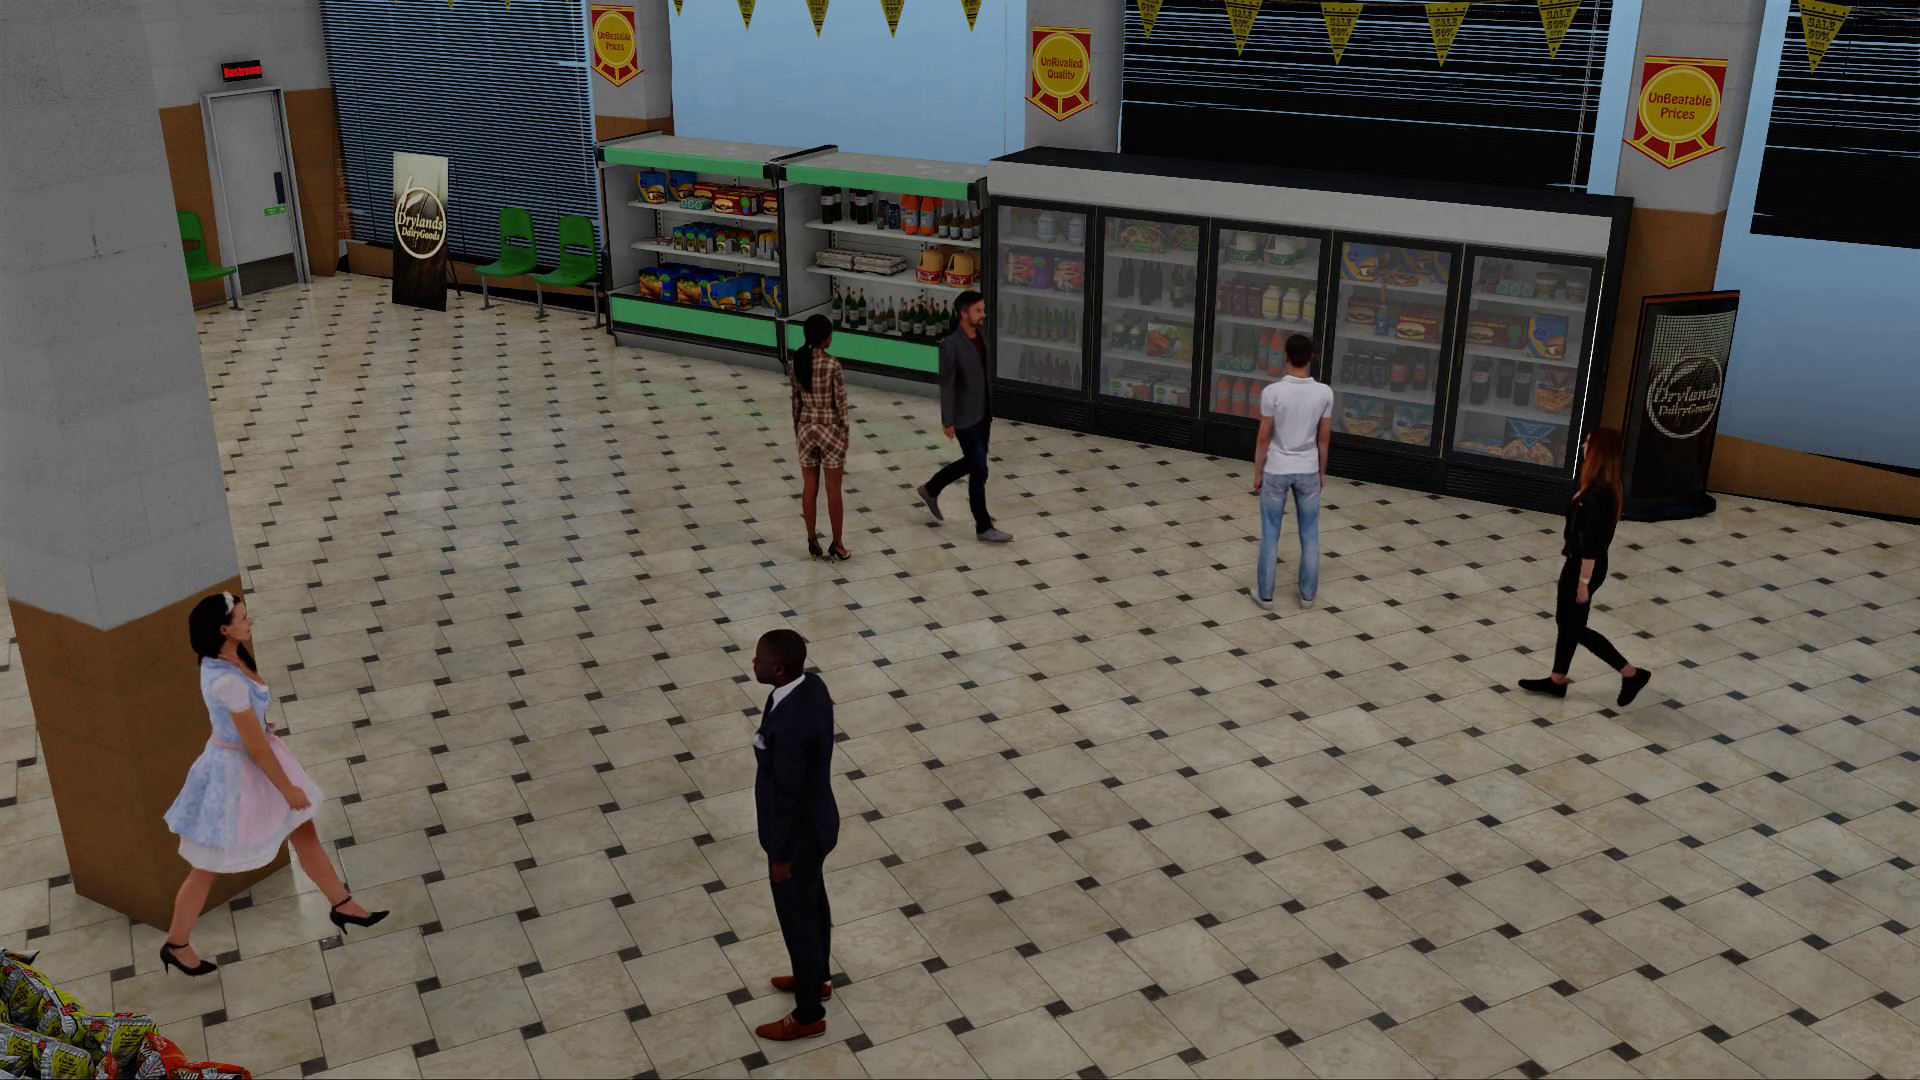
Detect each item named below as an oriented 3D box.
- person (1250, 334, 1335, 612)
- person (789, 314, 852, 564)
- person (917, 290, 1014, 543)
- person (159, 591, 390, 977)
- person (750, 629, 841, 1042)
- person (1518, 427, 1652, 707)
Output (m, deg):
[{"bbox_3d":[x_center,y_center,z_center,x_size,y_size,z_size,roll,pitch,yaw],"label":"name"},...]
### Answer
[{"bbox_3d":[2.172,-0.434,10.912,0.670,1.848,0.776,-1,22,-3],"label":"person"},{"bbox_3d":[-0.975,-0.696,11.642,0.509,1.791,0.660,9,24,22],"label":"person"},{"bbox_3d":[0.008,-0.905,12.089,1.089,1.845,0.688,12,25,28],"label":"person"},{"bbox_3d":[-3.179,1.121,7.156,1.169,1.764,1.202,-9,24,-21],"label":"person"},{"bbox_3d":[-0.672,1.201,6.881,0.754,1.821,0.772,2,22,4],"label":"person"},{"bbox_3d":[3.689,0.187,9.569,0.935,1.697,0.597,12,25,27],"label":"person"}]
